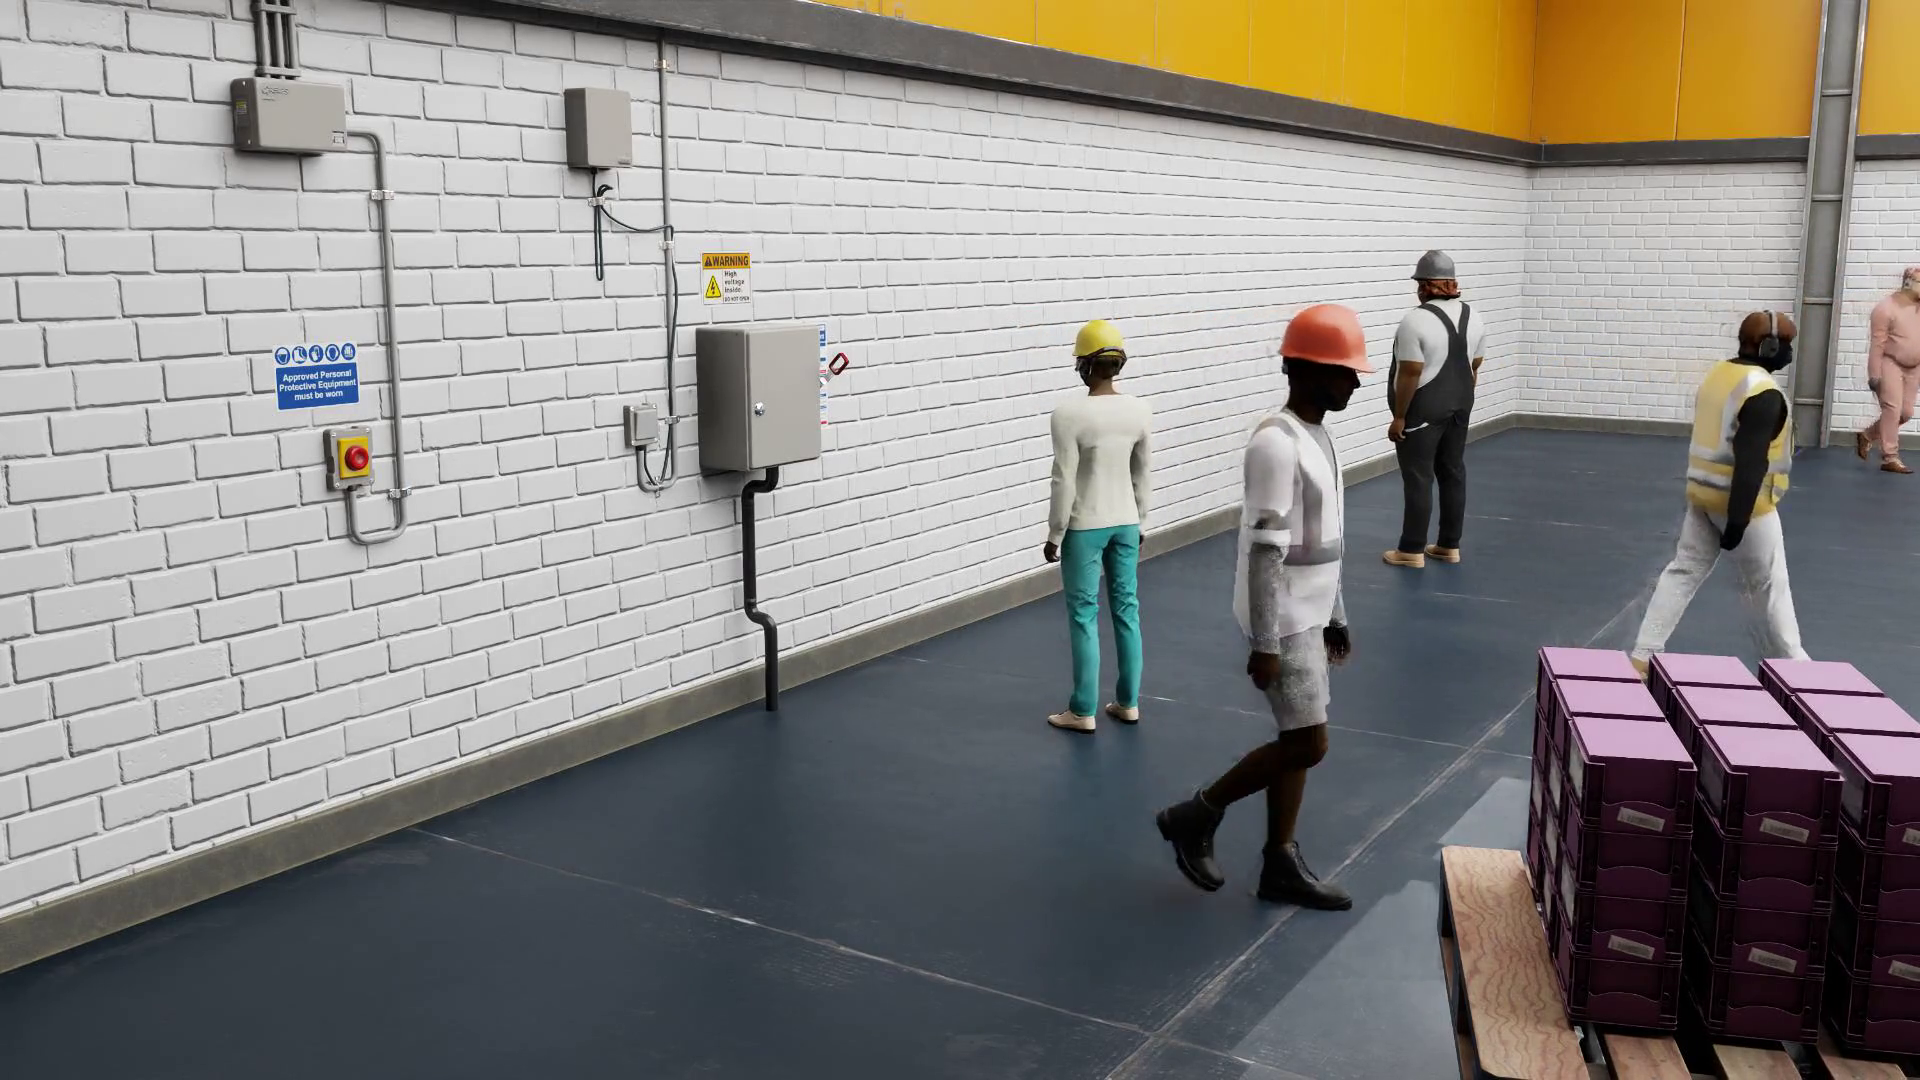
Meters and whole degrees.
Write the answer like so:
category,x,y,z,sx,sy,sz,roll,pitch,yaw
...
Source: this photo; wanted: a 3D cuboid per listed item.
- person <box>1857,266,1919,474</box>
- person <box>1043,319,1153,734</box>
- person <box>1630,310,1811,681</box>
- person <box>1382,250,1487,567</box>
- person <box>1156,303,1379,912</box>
category,x,y,z,sx,sy,sz,roll,pitch,yaw
person,8.536,-1.569,15.218,0.657,1.879,0.679,-3,11,-17
person,0.584,-0.055,7.133,0.534,1.767,0.313,-7,12,-32
person,3.625,-0.173,7.766,0.953,1.793,0.626,0,10,-2
person,3.015,-0.850,10.777,0.672,2.000,0.536,-6,12,-29
person,0.995,0.226,5.181,0.551,1.916,0.546,5,11,24
